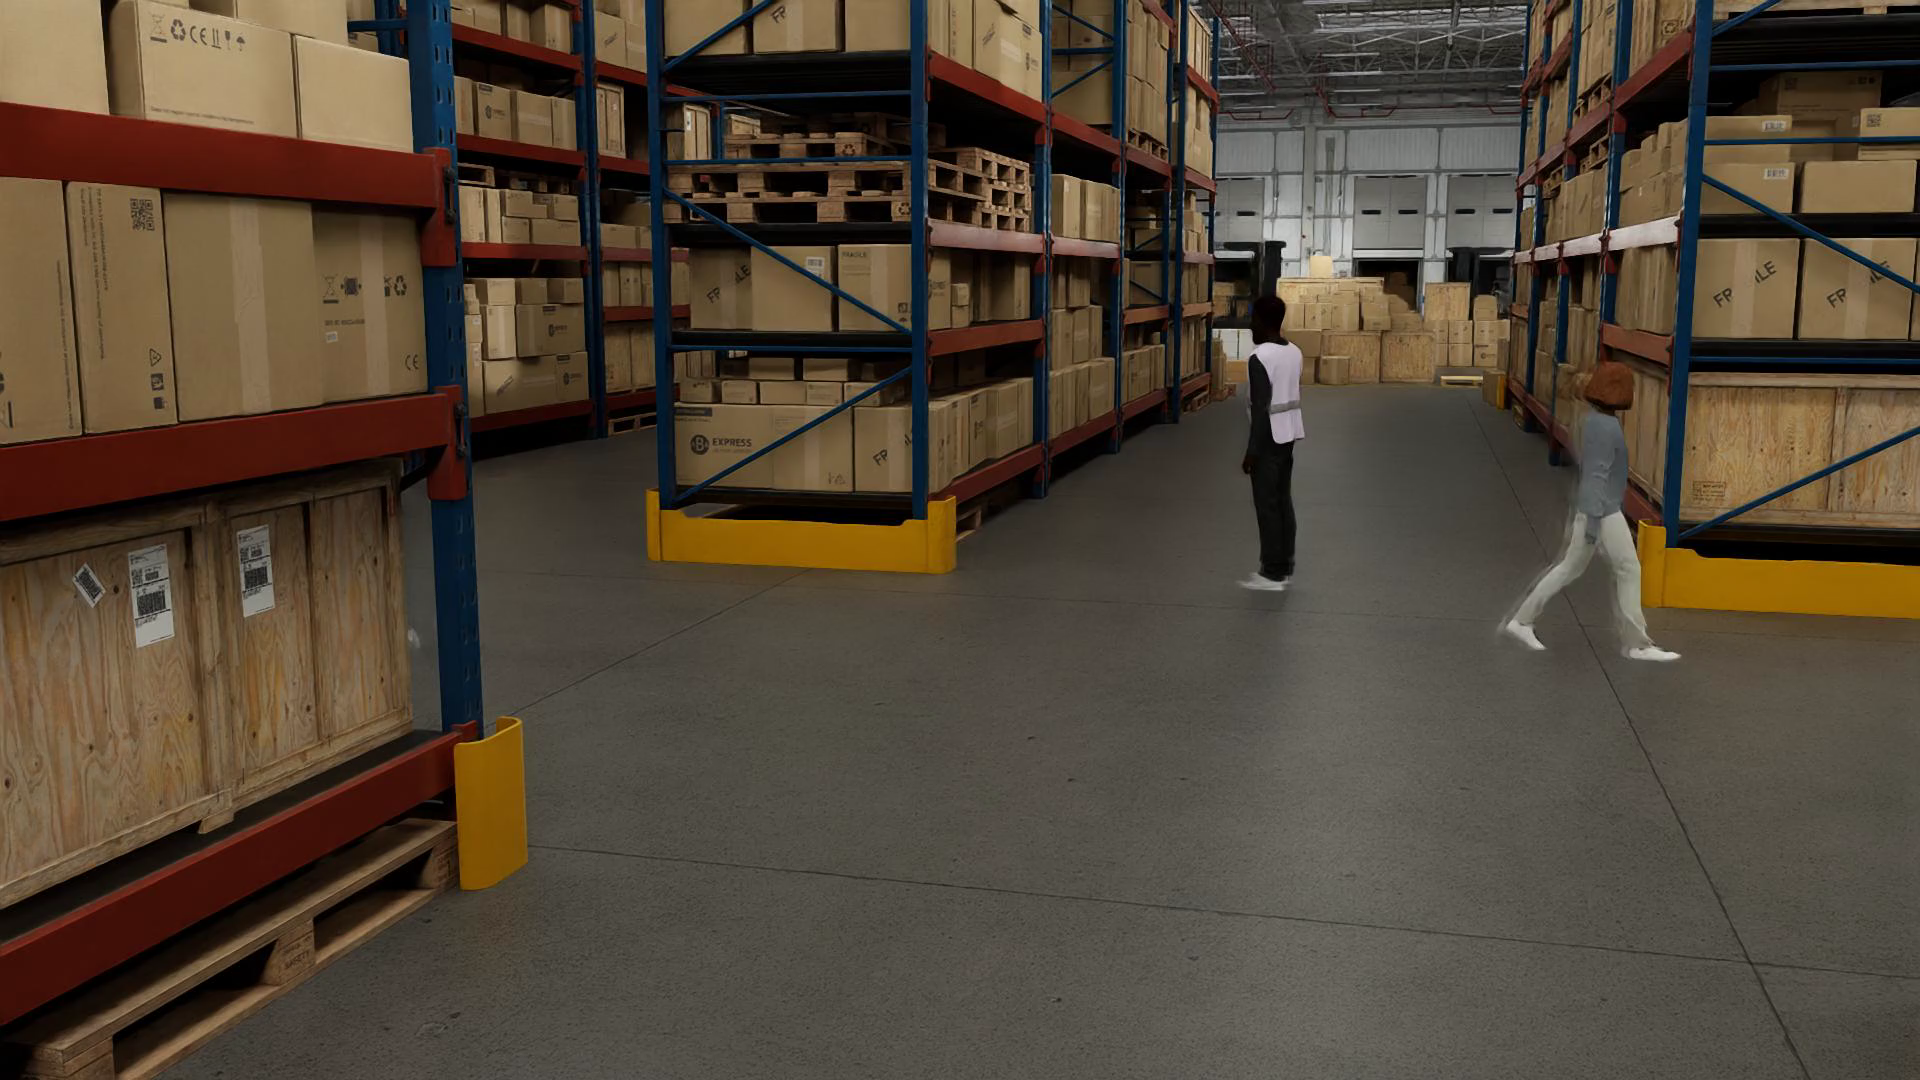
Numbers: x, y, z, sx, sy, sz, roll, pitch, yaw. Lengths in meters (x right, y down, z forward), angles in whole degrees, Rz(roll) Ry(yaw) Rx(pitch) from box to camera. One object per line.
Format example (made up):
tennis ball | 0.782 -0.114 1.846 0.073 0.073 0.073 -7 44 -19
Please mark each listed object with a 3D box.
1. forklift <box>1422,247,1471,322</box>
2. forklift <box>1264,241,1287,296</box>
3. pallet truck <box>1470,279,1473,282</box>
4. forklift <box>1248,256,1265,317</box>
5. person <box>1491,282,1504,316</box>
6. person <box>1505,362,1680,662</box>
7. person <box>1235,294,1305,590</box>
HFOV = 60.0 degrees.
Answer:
forklift | 12.944 -6.205 43.194 1.873 2.768 1.129 1 9 7
forklift | 6.803 -5.101 36.181 1.873 2.768 1.129 2 9 14
pallet truck | 18.896 -8.459 60.307 1.885 1.965 0.823 5 10 31
forklift | 11.207 -9.047 61.251 1.129 2.768 1.873 2 9 15
person | 18.149 -7.768 56.190 0.828 1.920 0.637 -2 9 -12
person | 3.373 -0.157 8.842 0.855 1.595 0.500 2 9 11
person | 2.038 -0.630 10.825 0.372 1.916 0.596 6 11 34
